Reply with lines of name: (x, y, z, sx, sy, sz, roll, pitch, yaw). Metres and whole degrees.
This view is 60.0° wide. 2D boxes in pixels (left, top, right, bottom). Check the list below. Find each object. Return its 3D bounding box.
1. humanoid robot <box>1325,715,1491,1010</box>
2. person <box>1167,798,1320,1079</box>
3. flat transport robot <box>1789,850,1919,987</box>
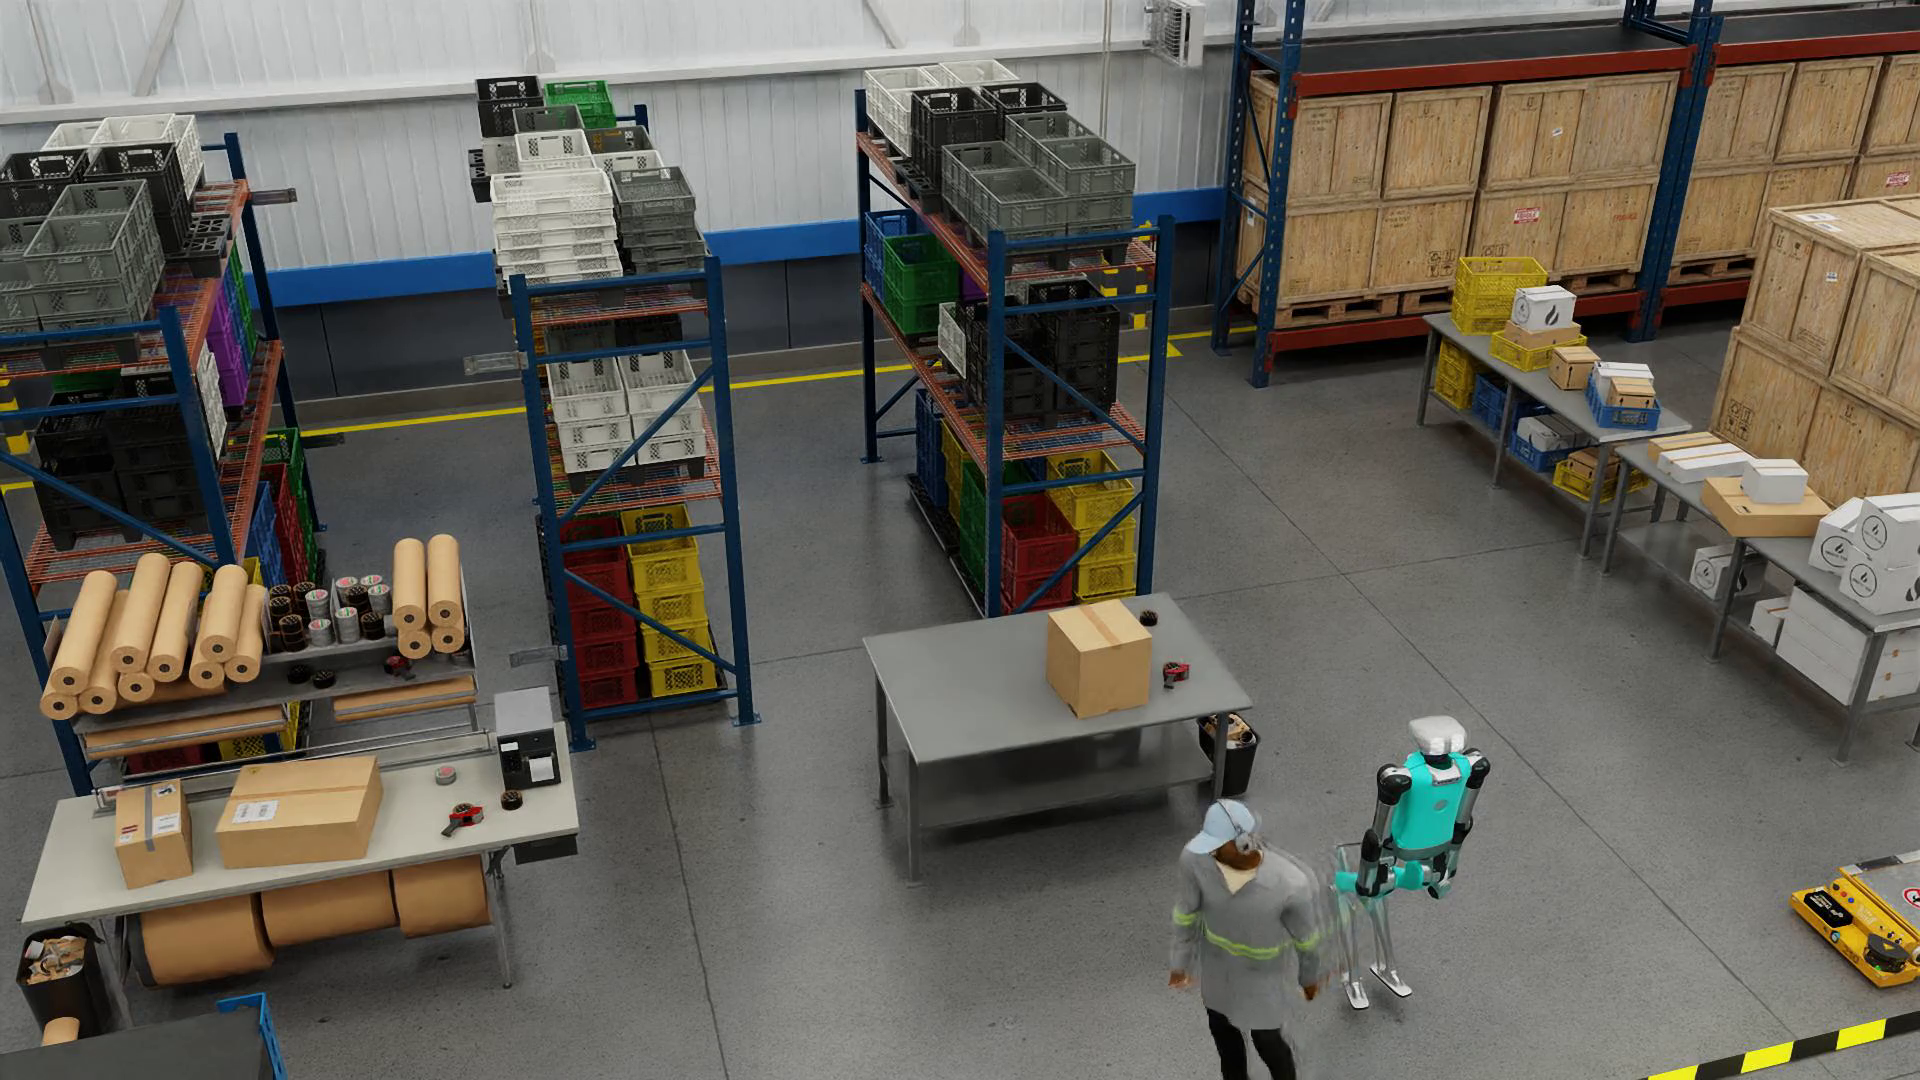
humanoid robot: (2.029, 1.438, 7.880, 0.533, 1.677, 0.735, -8, 30, -15)
person: (1.198, 1.851, 7.190, 0.619, 1.810, 0.491, 17, 33, 28)
flat transport robot: (5.163, 1.916, 8.676, 1.431, 0.231, 0.659, -8, 30, -14)
